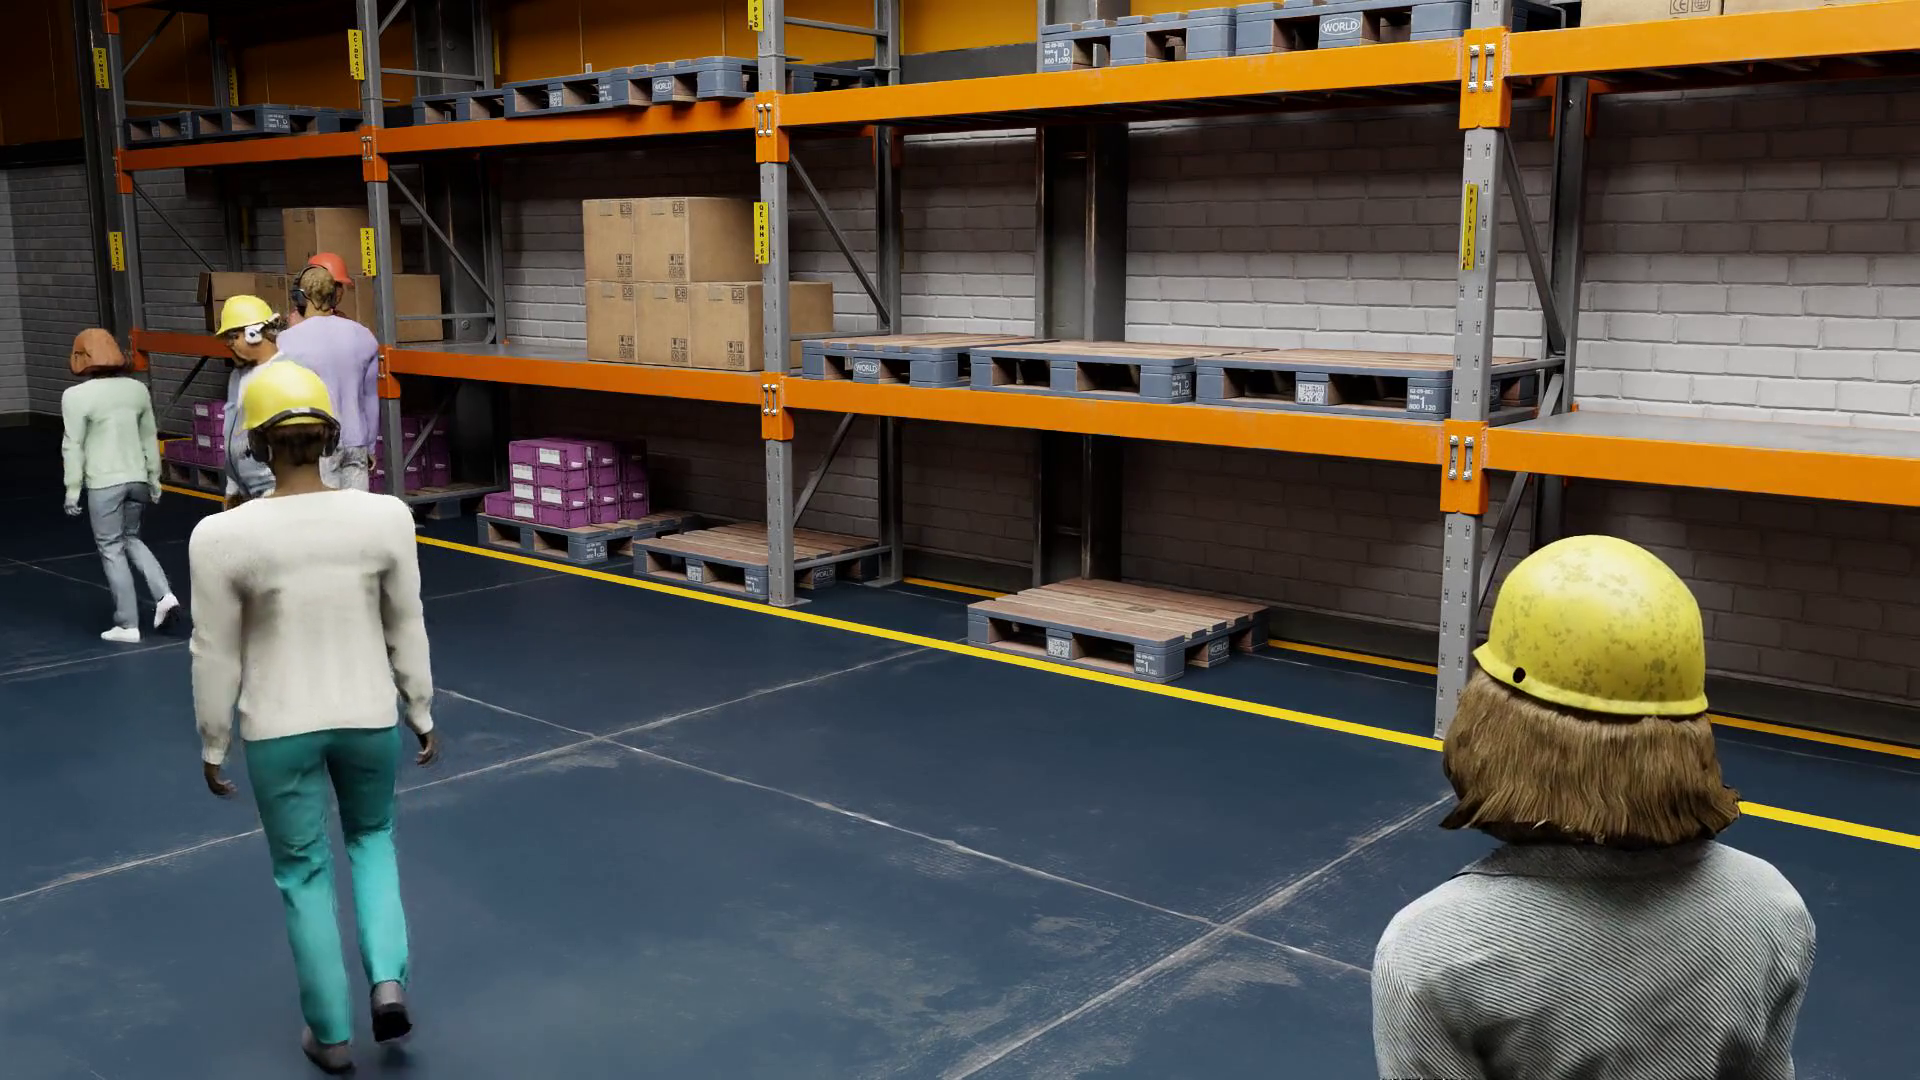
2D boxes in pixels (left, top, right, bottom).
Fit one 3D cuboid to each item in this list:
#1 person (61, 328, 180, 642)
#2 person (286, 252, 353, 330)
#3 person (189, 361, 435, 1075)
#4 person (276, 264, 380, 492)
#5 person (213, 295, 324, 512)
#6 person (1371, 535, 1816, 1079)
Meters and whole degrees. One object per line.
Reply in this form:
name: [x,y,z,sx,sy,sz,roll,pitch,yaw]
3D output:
person: [-4.318,-0.272,8.510,0.365,1.618,0.510,4,11,20]
person: [-4.043,-0.837,10.681,0.379,1.994,0.611,2,10,9]
person: [-1.576,0.443,4.064,0.544,1.751,0.363,-7,12,-34]
person: [-3.281,-0.450,8.633,0.370,1.941,0.627,6,12,30]
person: [-3.304,-0.265,7.968,0.591,1.799,0.421,9,13,40]
person: [0.617,0.858,1.738,0.487,1.744,0.312,-3,10,-17]
